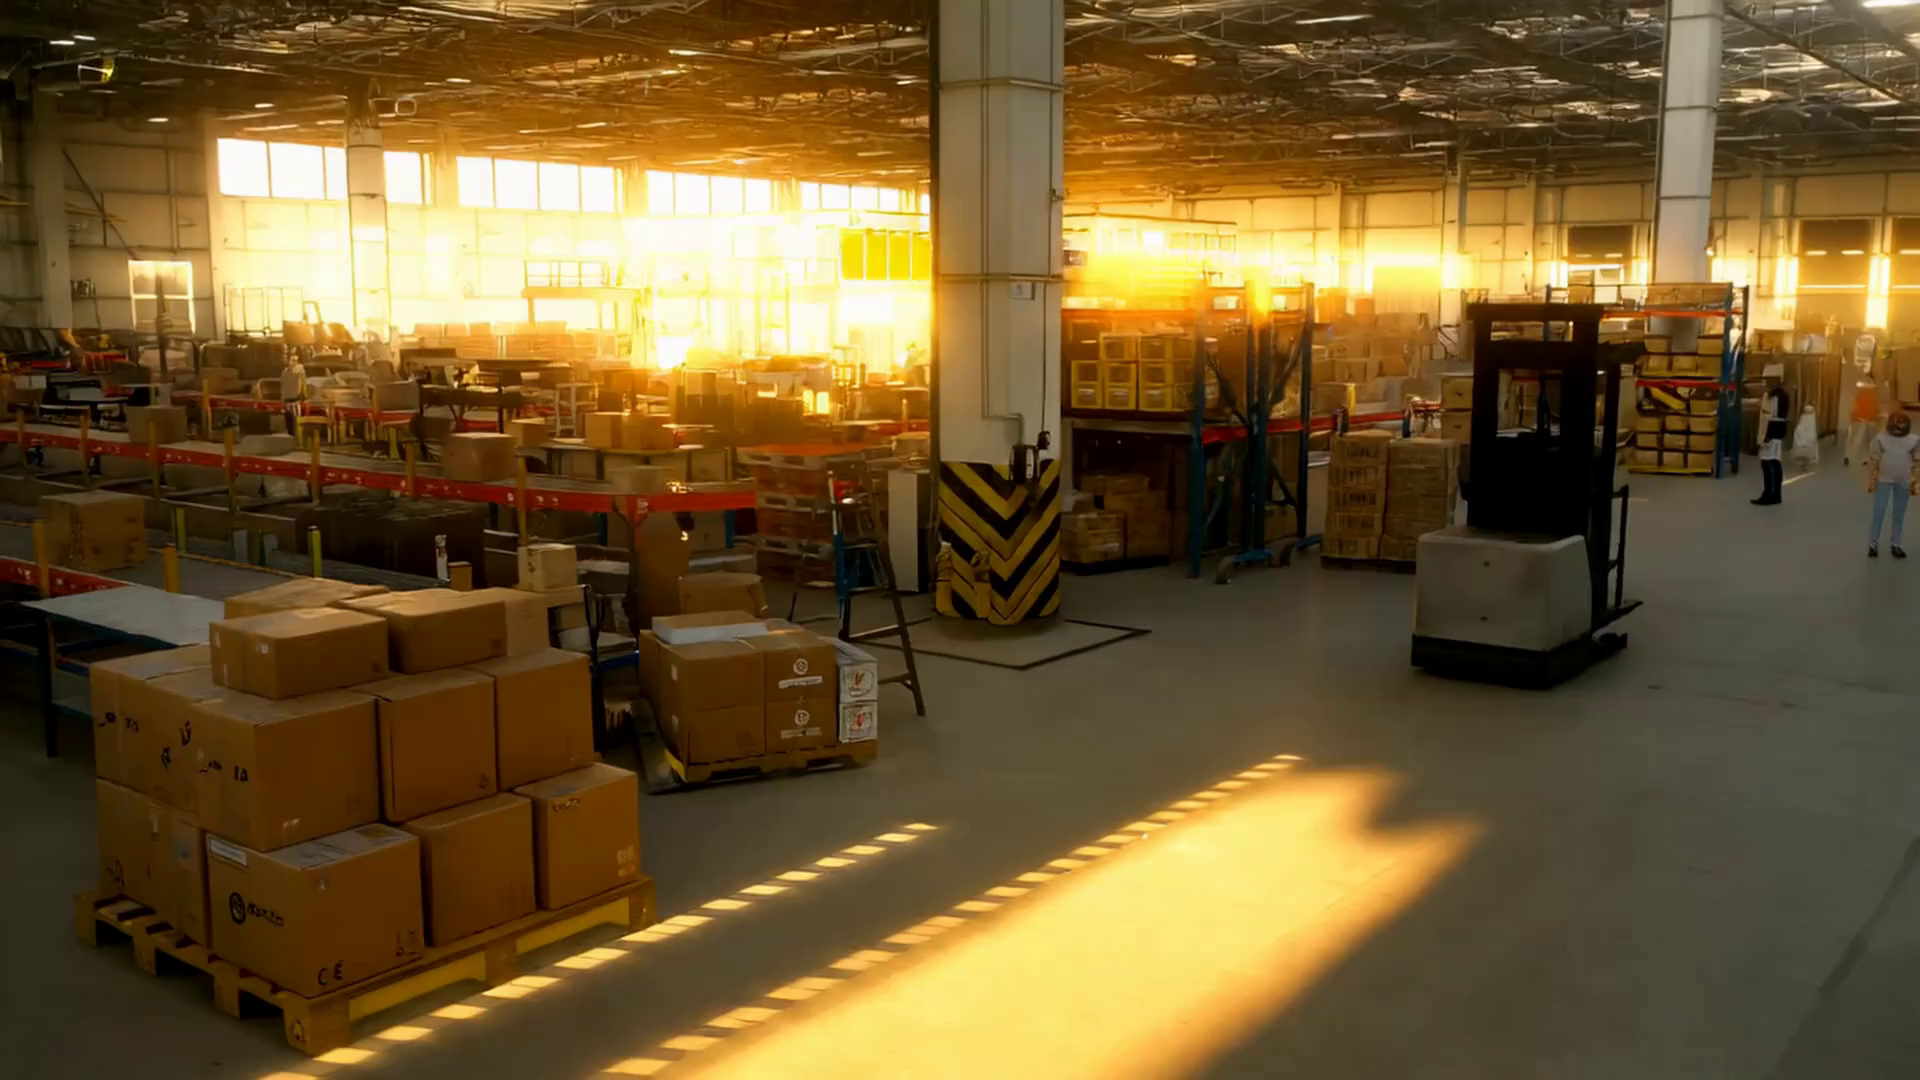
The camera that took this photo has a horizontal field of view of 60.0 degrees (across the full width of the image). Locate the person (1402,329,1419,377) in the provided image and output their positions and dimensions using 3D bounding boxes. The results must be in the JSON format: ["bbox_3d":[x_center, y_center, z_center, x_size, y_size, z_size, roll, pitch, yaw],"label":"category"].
[{"bbox_3d":[13.227,-5.269,48.872,0.516,1.856,0.553,-4,9,-26],"label":"person"}]

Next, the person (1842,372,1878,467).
[{"bbox_3d":[14.985,-2.007,27.730,0.502,1.594,0.806,8,12,43],"label":"person"}]

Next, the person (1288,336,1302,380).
[{"bbox_3d":[9.419,-4.916,46.990,0.890,1.687,0.506,-5,10,-32],"label":"person"}]

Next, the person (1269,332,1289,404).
[{"bbox_3d":[8.161,-4.469,43.341,0.975,1.889,0.552,-2,9,-11],"label":"person"}]

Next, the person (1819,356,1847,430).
[{"bbox_3d":[18.470,-3.126,35.282,0.879,1.584,0.533,7,11,41],"label":"person"}]

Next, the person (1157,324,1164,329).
[{"bbox_3d":[6.666,-6.245,55.413,0.620,1.861,1.019,-5,10,-32],"label":"person"}]

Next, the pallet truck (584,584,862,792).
[{"bbox_3d":[-1.426,0.805,10.019,1.601,1.201,0.680,-4,9,-26],"label":"pallet truck"}]

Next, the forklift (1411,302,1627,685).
[{"bbox_3d":[4.379,-0.438,12.852,1.129,2.768,1.873,7,11,37],"label":"forklift"}]

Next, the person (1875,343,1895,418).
[{"bbox_3d":[21.583,-3.698,38.607,0.547,1.741,0.711,-8,12,-44],"label":"person"}]

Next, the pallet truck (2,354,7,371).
[{"bbox_3d":[-24.881,-4.417,42.634,1.885,1.965,0.823,8,11,41],"label":"pallet truck"}]

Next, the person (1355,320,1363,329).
[{"bbox_3d":[14.805,-7.237,61.900,0.399,1.922,0.553,-3,9,-21],"label":"person"}]

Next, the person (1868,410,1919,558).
[{"bbox_3d":[10.217,-0.613,18.211,0.507,1.633,0.278,2,9,10],"label":"person"}]

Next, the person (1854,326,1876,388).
[{"bbox_3d":[27.071,-5.443,49.782,0.542,1.931,0.366,3,9,19],"label":"person"}]

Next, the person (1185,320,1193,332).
[{"bbox_3d":[9.180,-7.974,67.066,0.424,1.868,0.575,-1,8,-7],"label":"person"}]

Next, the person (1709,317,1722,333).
[{"bbox_3d":[32.074,-8.552,70.667,0.605,1.951,0.381,-2,9,-15],"label":"person"}]

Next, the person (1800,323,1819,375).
[{"bbox_3d":[29.718,-6.664,58.241,0.725,1.861,0.594,5,10,31],"label":"person"}]

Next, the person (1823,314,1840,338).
[{"bbox_3d":[37.678,-8.760,71.922,0.612,1.995,0.378,5,10,30],"label":"person"}]

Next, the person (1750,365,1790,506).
[{"bbox_3d":[11.095,-1.433,22.775,0.539,1.929,0.384,-7,11,-38],"label":"person"}]

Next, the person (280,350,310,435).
[{"bbox_3d":[-11.787,-2.406,29.440,0.642,1.897,0.399,5,10,28],"label":"person"}]

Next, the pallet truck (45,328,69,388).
[{"bbox_3d":[-23.775,-4.544,43.495,1.885,1.965,0.823,6,10,35],"label":"pallet truck"}]

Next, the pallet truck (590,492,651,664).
[{"bbox_3d":[-3.115,0.344,12.883,0.653,1.274,1.630,7,11,37],"label":"pallet truck"}]

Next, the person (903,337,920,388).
[{"bbox_3d":[-1.272,-4.323,42.789,0.952,1.769,0.616,4,9,24],"label":"person"}]

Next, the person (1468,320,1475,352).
[{"bbox_3d":[24.784,-10.009,80.914,0.755,1.819,0.654,7,11,38],"label":"person"}]

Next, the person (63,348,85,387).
[{"bbox_3d":[-19.307,-3.495,36.351,0.617,2.023,0.850,6,10,34],"label":"person"}]
